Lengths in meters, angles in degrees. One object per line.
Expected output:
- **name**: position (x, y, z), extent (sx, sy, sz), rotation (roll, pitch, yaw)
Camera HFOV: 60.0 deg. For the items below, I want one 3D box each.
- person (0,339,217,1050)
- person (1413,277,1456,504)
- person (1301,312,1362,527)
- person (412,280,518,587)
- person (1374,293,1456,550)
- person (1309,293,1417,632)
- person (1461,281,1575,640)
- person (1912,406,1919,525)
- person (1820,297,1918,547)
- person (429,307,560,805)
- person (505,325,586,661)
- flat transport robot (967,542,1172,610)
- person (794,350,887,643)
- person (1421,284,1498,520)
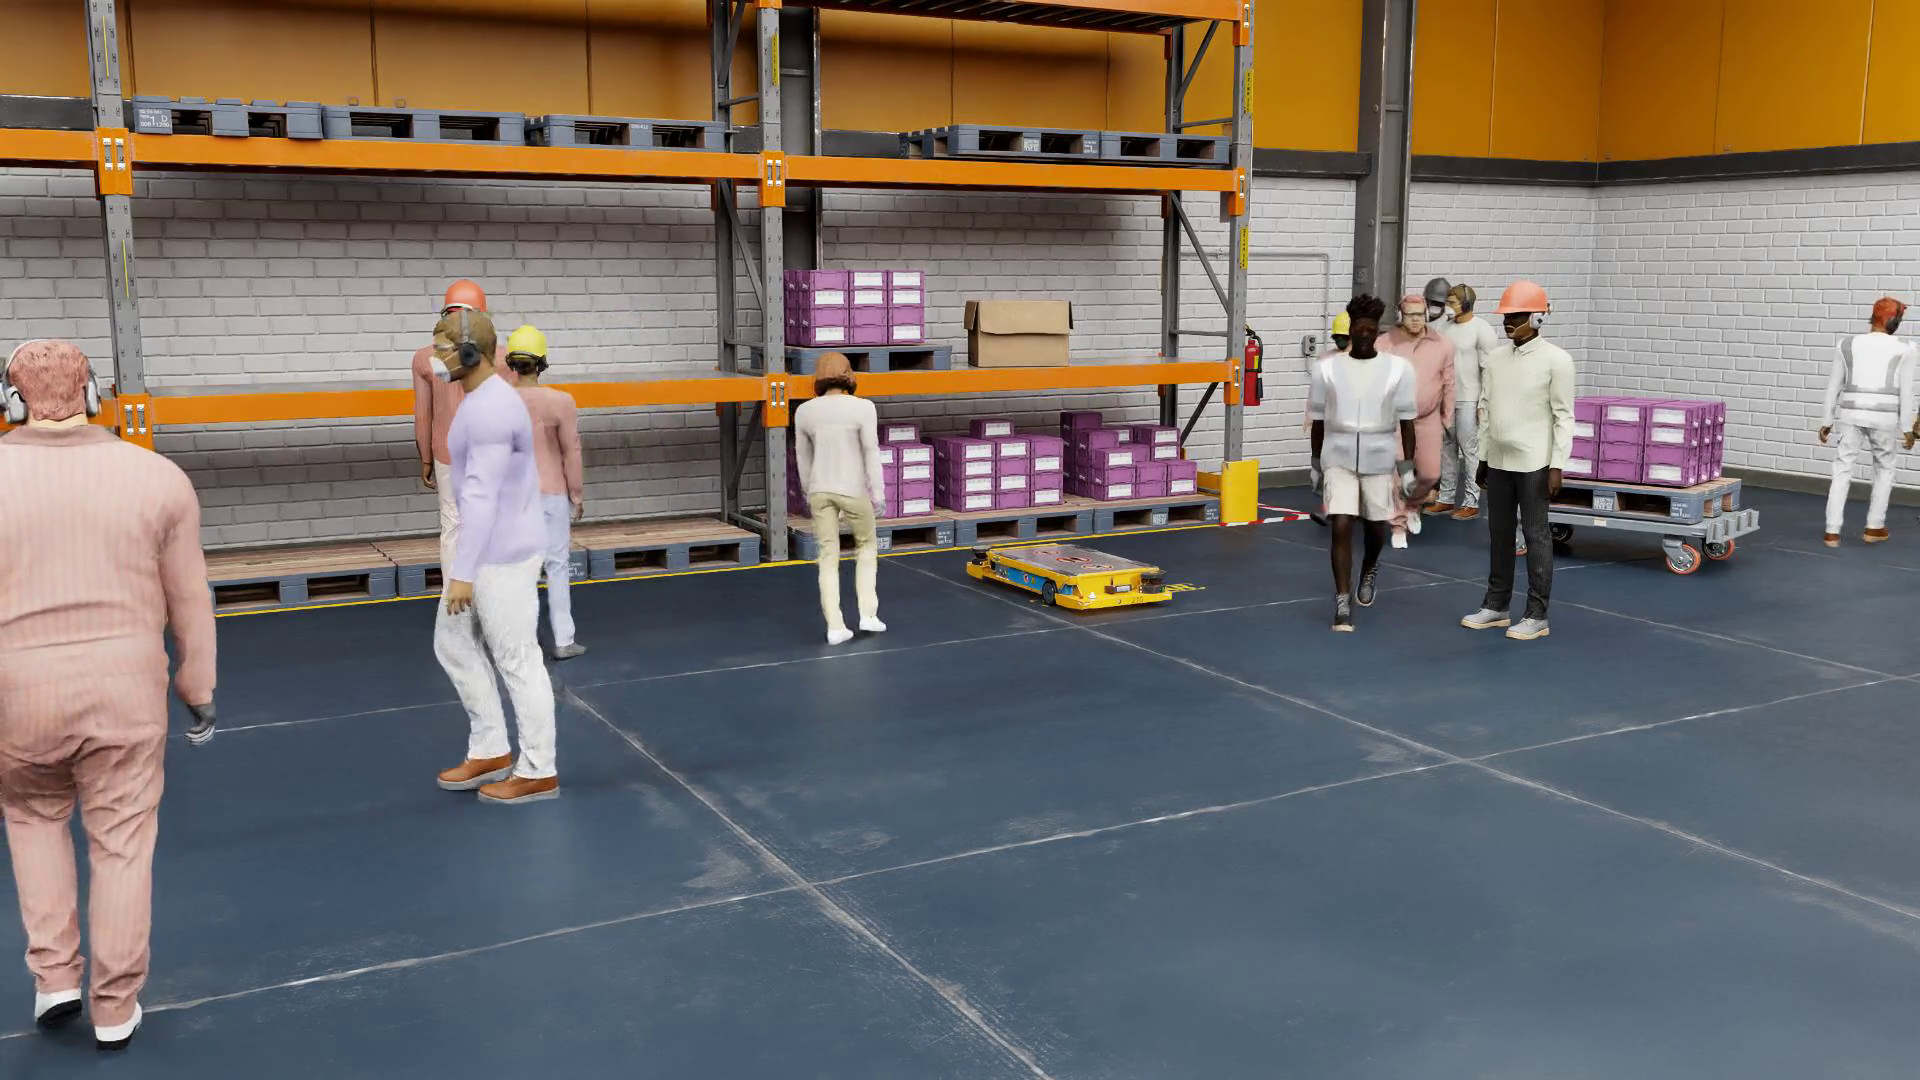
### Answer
- **person**: position (-2.344, 0.414, 4.431), extent (0.690, 1.877, 0.509), rotation (-5, 11, -28)
- **person**: position (4.115, -1.334, 14.611), extent (0.635, 2.000, 0.701), rotation (-8, 13, -42)
- **person**: position (3.024, -0.954, 13.276), extent (0.546, 1.706, 0.930), rotation (8, 13, 42)
- **person**: position (-2.814, -0.487, 9.585), extent (0.612, 1.995, 0.382), rotation (-2, 9, -9)
- **person**: position (3.330, -0.884, 12.328), extent (0.669, 1.886, 0.541), rotation (0, 9, 2)
- **person**: position (2.351, -0.479, 9.740), extent (0.612, 1.934, 0.921), rotation (3, 10, 15)
- **person**: position (3.129, -0.445, 9.326), extent (0.392, 1.992, 0.623), rotation (-5, 11, -28)
- **person**: position (7.579, -0.877, 12.613), extent (0.537, 1.788, 0.935), rotation (-1, 9, -4)
- **person**: position (6.800, -0.876, 12.421), extent (0.664, 1.847, 0.797), rotation (9, 13, 43)
- **person**: position (-1.836, 0.082, 6.345), extent (0.608, 1.917, 0.644), rotation (-4, 10, -21)
- **person**: position (-2.235, -0.235, 8.738), extent (0.525, 1.772, 0.306), rotation (0, 9, 1)
- **flat transport robot**: position (0.667, 0.207, 10.595), extent (0.652, 0.197, 1.431), rotation (-5, 11, -28)
- **person**: position (-0.640, -0.245, 9.259), extent (0.569, 1.602, 0.559), rotation (3, 10, 18)
- **person**: position (4.115, -1.133, 13.696), extent (0.354, 1.936, 0.636), rotation (-5, 11, -28)
